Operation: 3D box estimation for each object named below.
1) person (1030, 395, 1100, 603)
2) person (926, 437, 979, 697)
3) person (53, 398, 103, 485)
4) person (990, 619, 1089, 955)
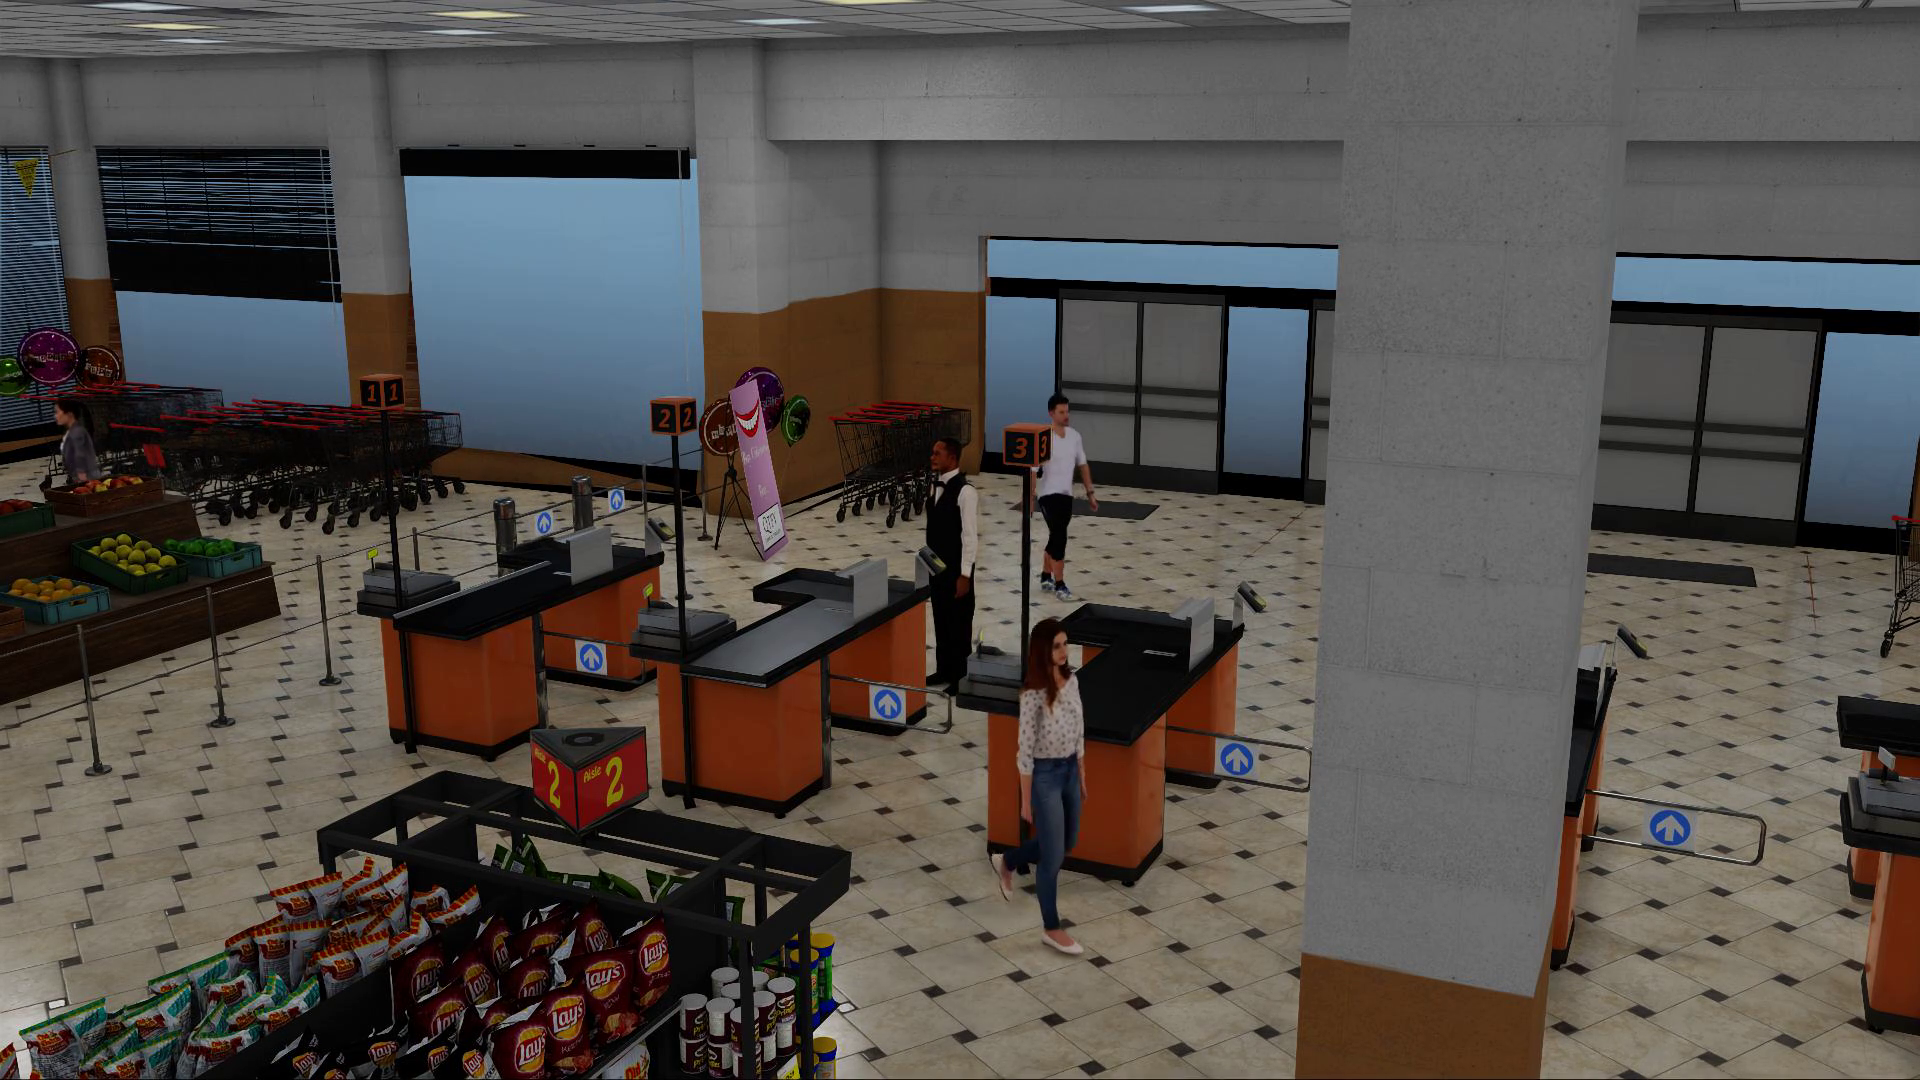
[{"bbox_3d":[0.805,-0.397,14.859,1.005,1.827,1.009,-11,17,-37],"label":"person"},{"bbox_3d":[-0.063,0.185,12.267,0.784,1.918,0.785,-8,16,-31],"label":"person"},{"bbox_3d":[-8.167,-0.512,15.702,0.828,1.653,0.773,-5,15,-21],"label":"person"},{"bbox_3d":[0.400,1.216,8.450,0.811,1.714,0.938,12,18,41],"label":"person"}]
